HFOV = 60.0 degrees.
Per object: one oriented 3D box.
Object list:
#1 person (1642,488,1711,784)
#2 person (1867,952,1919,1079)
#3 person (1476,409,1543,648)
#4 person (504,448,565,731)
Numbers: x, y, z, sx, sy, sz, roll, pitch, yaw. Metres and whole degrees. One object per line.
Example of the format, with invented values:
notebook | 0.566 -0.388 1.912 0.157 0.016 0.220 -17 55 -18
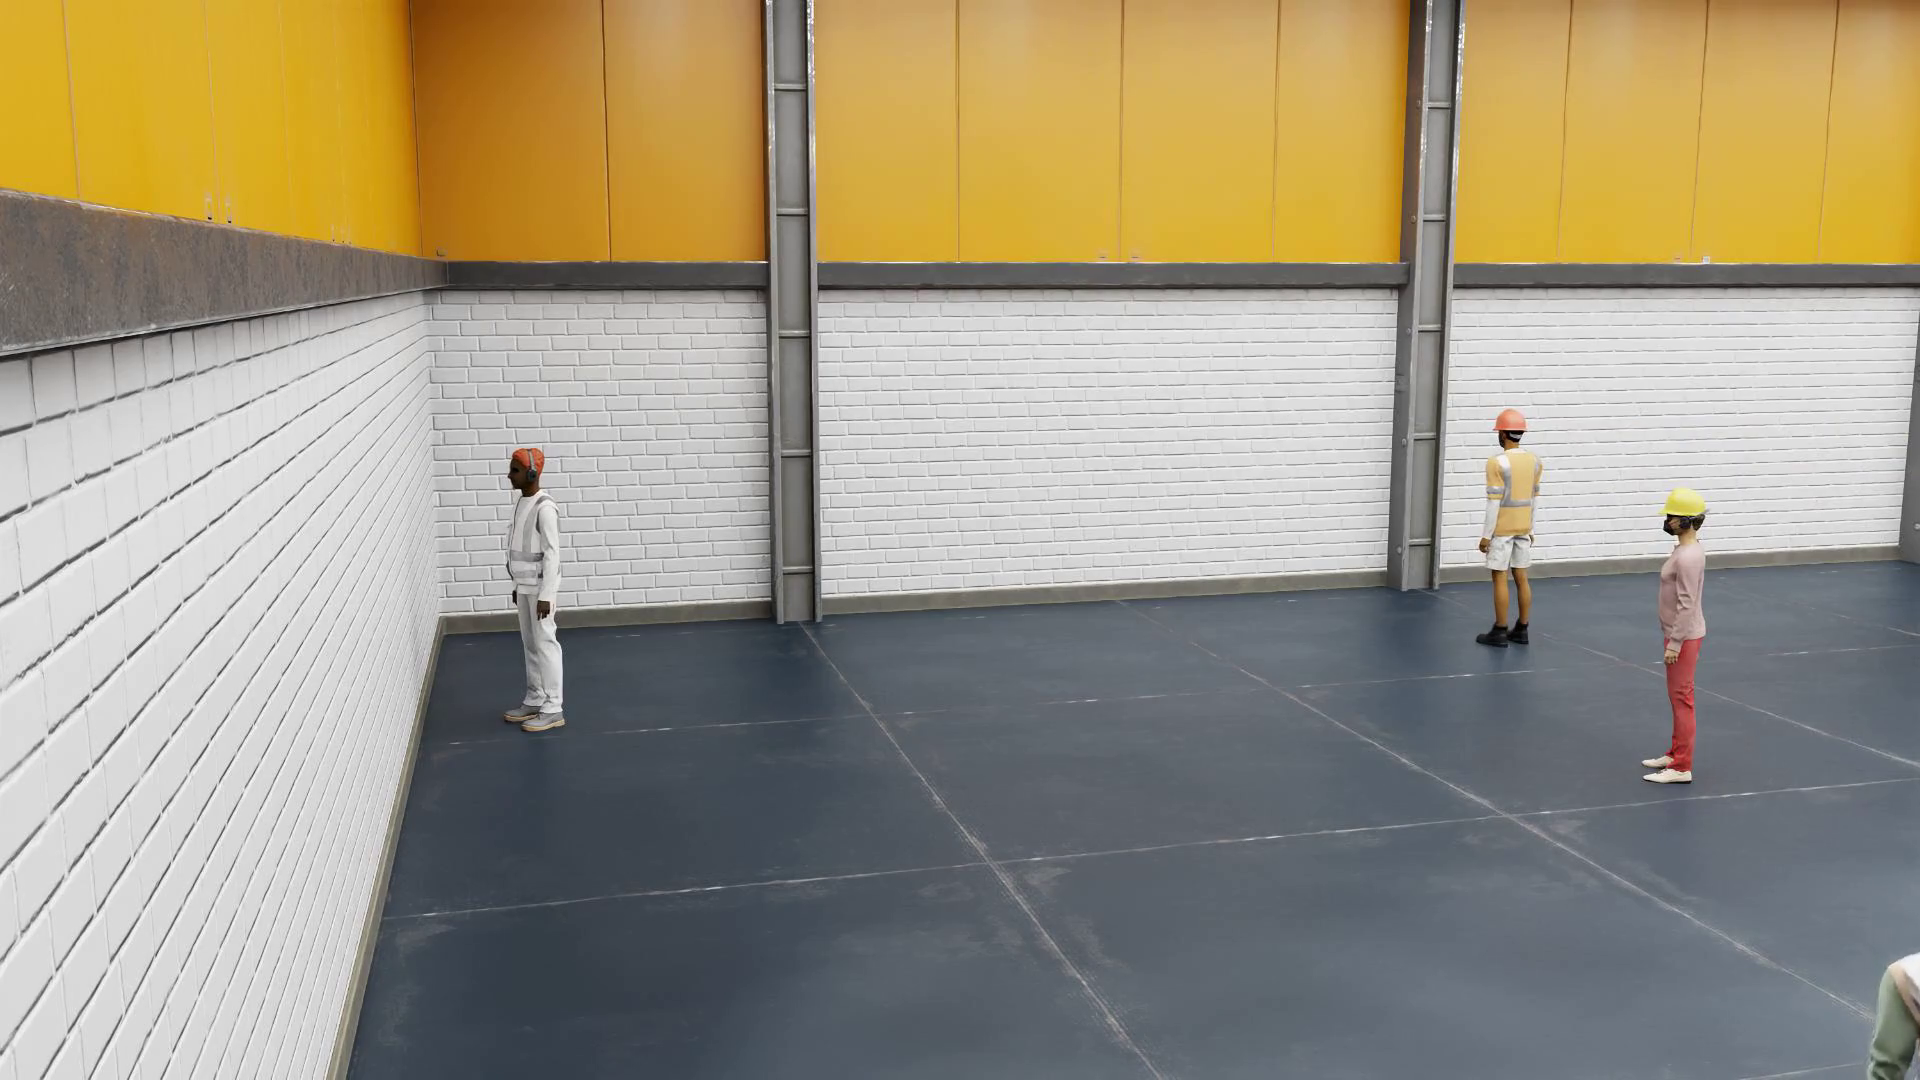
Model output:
person | 4.278 0.570 9.923 0.310 1.769 0.525 4 10 22
person | 2.489 1.585 4.044 0.539 1.614 0.605 3 10 20
person | 4.450 -0.097 13.551 0.551 1.935 0.375 -4 10 -26
person | -2.850 0.323 11.098 0.355 1.883 0.574 -6 11 -35
